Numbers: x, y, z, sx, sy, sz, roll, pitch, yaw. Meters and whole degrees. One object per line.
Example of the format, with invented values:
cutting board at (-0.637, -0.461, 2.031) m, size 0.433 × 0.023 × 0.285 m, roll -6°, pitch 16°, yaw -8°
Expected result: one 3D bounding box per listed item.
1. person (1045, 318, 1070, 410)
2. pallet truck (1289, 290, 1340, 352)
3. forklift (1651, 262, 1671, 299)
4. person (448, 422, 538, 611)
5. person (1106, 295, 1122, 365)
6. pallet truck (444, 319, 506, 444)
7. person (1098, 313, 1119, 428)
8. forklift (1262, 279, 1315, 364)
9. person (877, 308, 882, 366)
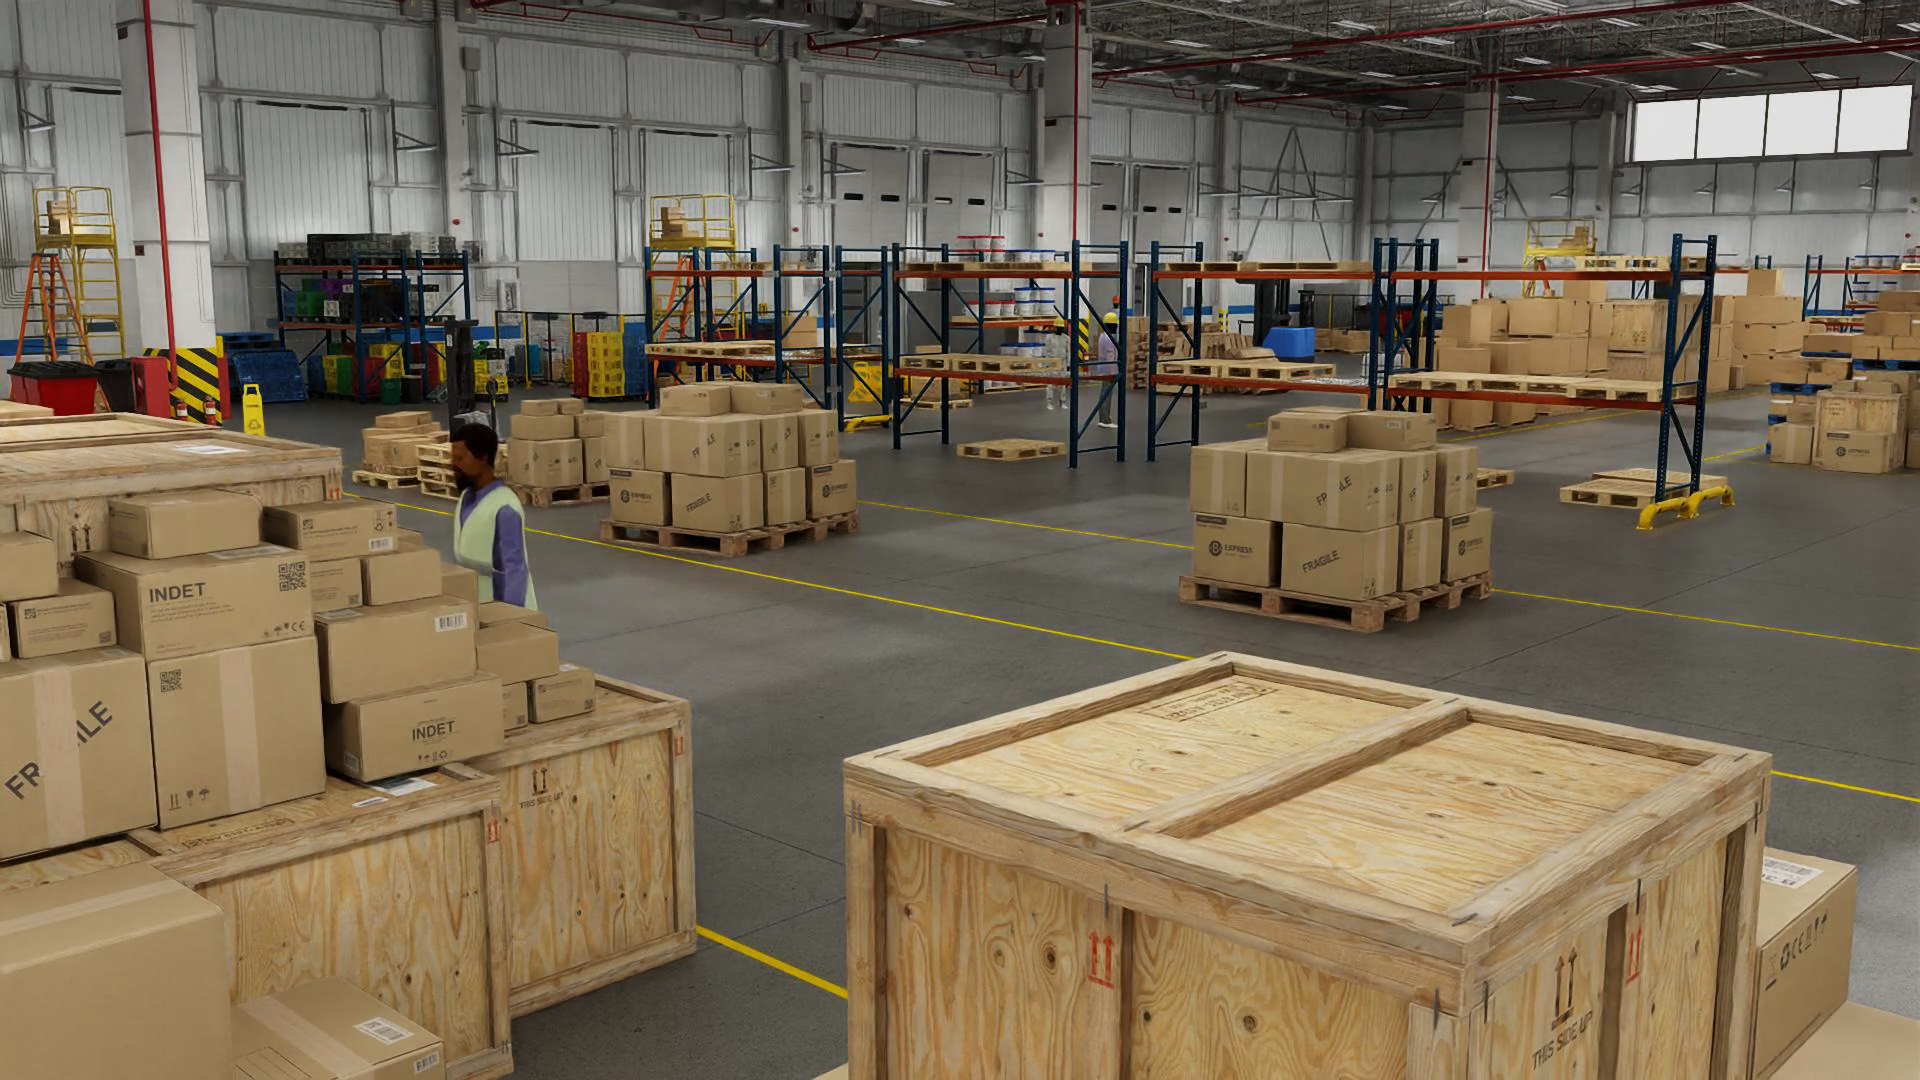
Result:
person at (1.855, -3.324, 31.426) m, size 0.485 × 1.739 × 0.320 m, roll -2°, pitch 9°, yaw -12°
pallet truck at (11.297, -6.951, 52.861) m, size 1.885 × 1.965 × 0.823 m, roll -5°, pitch 11°, yaw -29°
forklift at (19.014, -6.150, 45.251) m, size 1.873 × 2.768 × 1.129 m, roll 3°, pitch 10°, yaw 15°
person at (-2.301, 0.372, 8.208) m, size 0.371 × 1.916 × 0.597 m, roll -7°, pitch 11°, yaw -36°
person at (4.275, -5.744, 45.675) m, size 0.543 × 1.928 × 0.371 m, roll 0°, pitch 9°, yaw 0°
pallet truck at (-6.981, -1.942, 22.150) m, size 1.885 × 1.965 × 0.823 m, roll 1°, pitch 9°, yaw 9°
person at (2.500, -2.836, 27.845) m, size 0.368 × 1.926 × 0.594 m, roll -1°, pitch 9°, yaw -7°
forklift at (8.555, -6.090, 44.881) m, size 1.873 × 2.768 × 1.129 m, roll 9°, pitch 13°, yaw 43°
person at (-2.059, -5.359, 44.230) m, size 0.312 × 1.633 × 0.519 m, roll 0°, pitch 9°, yaw 2°
